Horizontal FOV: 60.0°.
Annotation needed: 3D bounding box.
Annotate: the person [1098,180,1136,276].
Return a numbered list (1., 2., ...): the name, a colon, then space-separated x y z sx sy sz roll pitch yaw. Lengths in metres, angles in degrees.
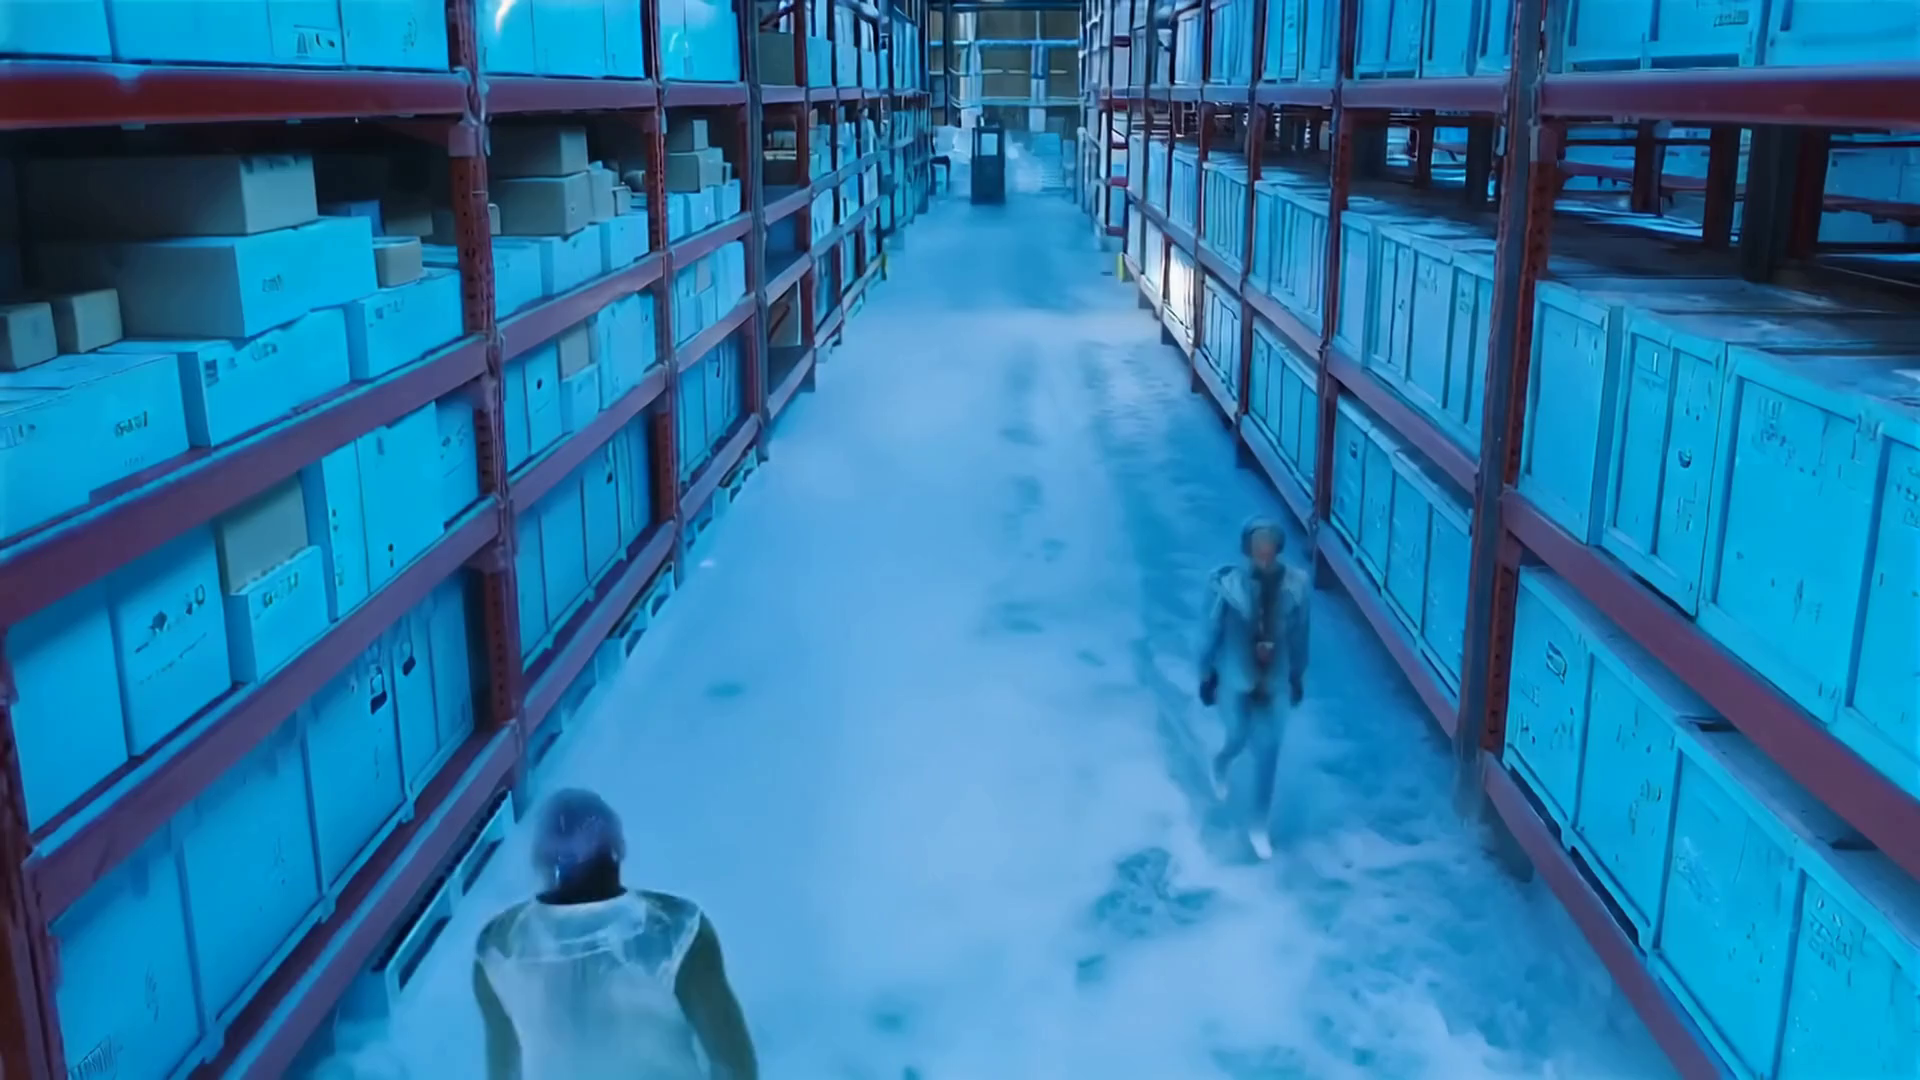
1. person: 3.211 -5.981 31.990 1.001 1.854 0.657 0 15 2

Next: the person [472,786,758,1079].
1. person: -0.880 1.521 4.206 0.671 1.791 0.929 3 15 10

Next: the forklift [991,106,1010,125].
1. forklift: 2.031 -20.416 83.754 1.129 2.768 1.873 -5 16 -17

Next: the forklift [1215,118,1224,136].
1. forklift: 6.583 -9.616 43.570 1.873 2.768 1.129 -2 15 -7

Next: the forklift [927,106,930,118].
1. forklift: -1.931 -21.332 87.160 1.129 2.768 1.873 0 15 2

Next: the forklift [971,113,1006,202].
1. forklift: 0.933 -12.502 54.307 1.129 2.768 1.873 0 15 2

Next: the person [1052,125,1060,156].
1. person: 4.887 -19.999 84.015 0.584 1.924 0.631 -6 16 -21

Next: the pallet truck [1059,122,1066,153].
1. pallet truck: 5.788 -21.111 88.014 1.885 1.965 0.823 5 16 18

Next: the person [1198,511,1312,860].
1. person: 1.369 0.632 7.844 0.520 1.616 0.645 0 15 -2
